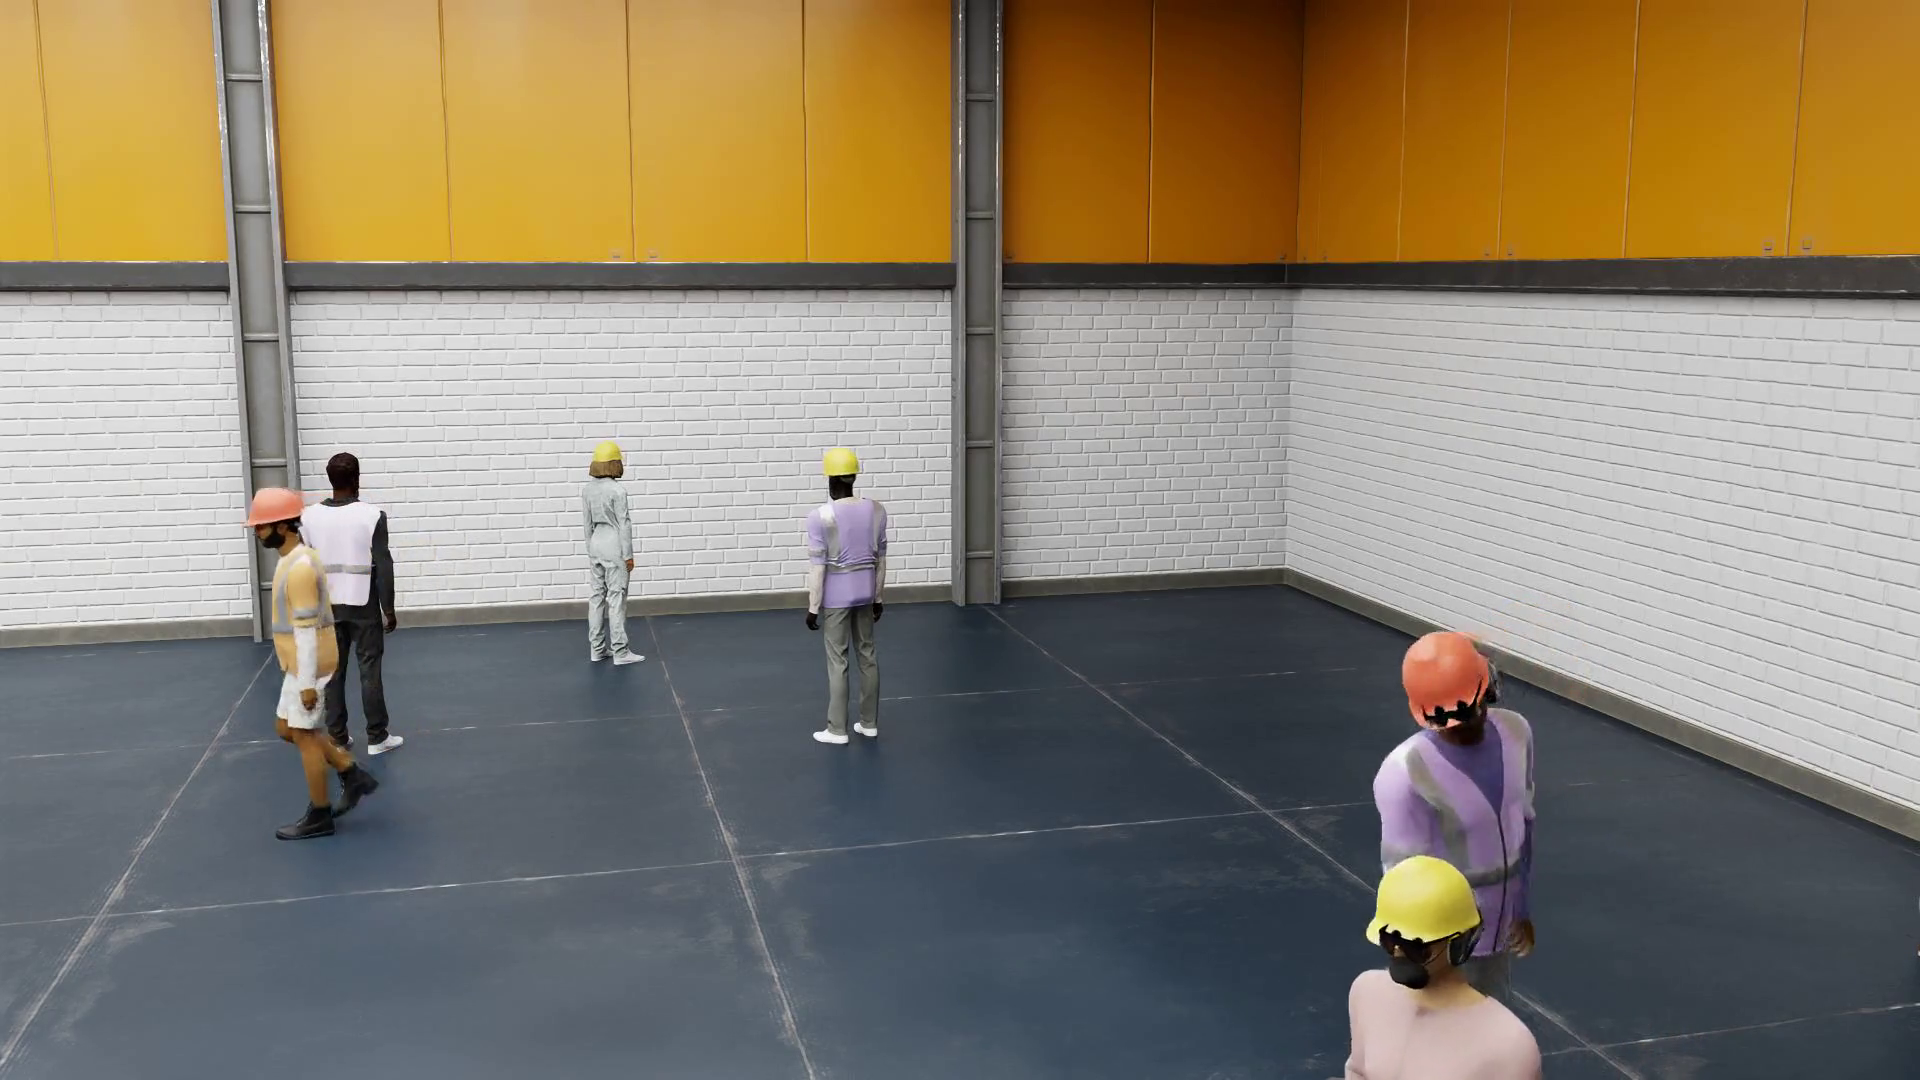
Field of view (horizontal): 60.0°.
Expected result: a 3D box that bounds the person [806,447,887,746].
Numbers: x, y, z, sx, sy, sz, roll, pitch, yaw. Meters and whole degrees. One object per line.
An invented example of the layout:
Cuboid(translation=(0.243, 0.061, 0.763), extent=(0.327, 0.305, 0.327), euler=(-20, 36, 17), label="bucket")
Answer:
Cuboid(translation=(-0.738, 0.363, 10.722), extent=(0.585, 1.930, 0.361), euler=(-7, 11, -37), label="person")

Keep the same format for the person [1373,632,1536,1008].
Cuboid(translation=(1.555, 1.232, 5.163), extent=(0.697, 1.986, 0.386), euler=(-6, 11, -34), label="person")

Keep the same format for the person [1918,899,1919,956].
Cuboid(translation=(4.421, 1.071, 7.222), extent=(0.280, 1.633, 0.498), euler=(-3, 9, -16), label="person")

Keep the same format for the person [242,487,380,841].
Cuboid(translation=(-3.504, 0.659, 8.915), extent=(0.525, 1.919, 0.575), euler=(-4, 10, -23), label="person")

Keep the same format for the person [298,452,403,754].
Cuboid(translation=(-3.845, 0.408, 10.475), extent=(0.589, 1.920, 0.392), euler=(1, 9, 4), label="person")

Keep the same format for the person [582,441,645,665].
Cuboid(translation=(-2.721, 0.097, 12.958), extent=(0.485, 1.745, 0.289), euler=(6, 11, 34), label="person")

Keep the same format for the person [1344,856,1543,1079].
Cuboid(translation=(1.147, 1.558, 3.865), extent=(0.590, 1.750, 0.526), euler=(-7, 11, -35), label="person")
